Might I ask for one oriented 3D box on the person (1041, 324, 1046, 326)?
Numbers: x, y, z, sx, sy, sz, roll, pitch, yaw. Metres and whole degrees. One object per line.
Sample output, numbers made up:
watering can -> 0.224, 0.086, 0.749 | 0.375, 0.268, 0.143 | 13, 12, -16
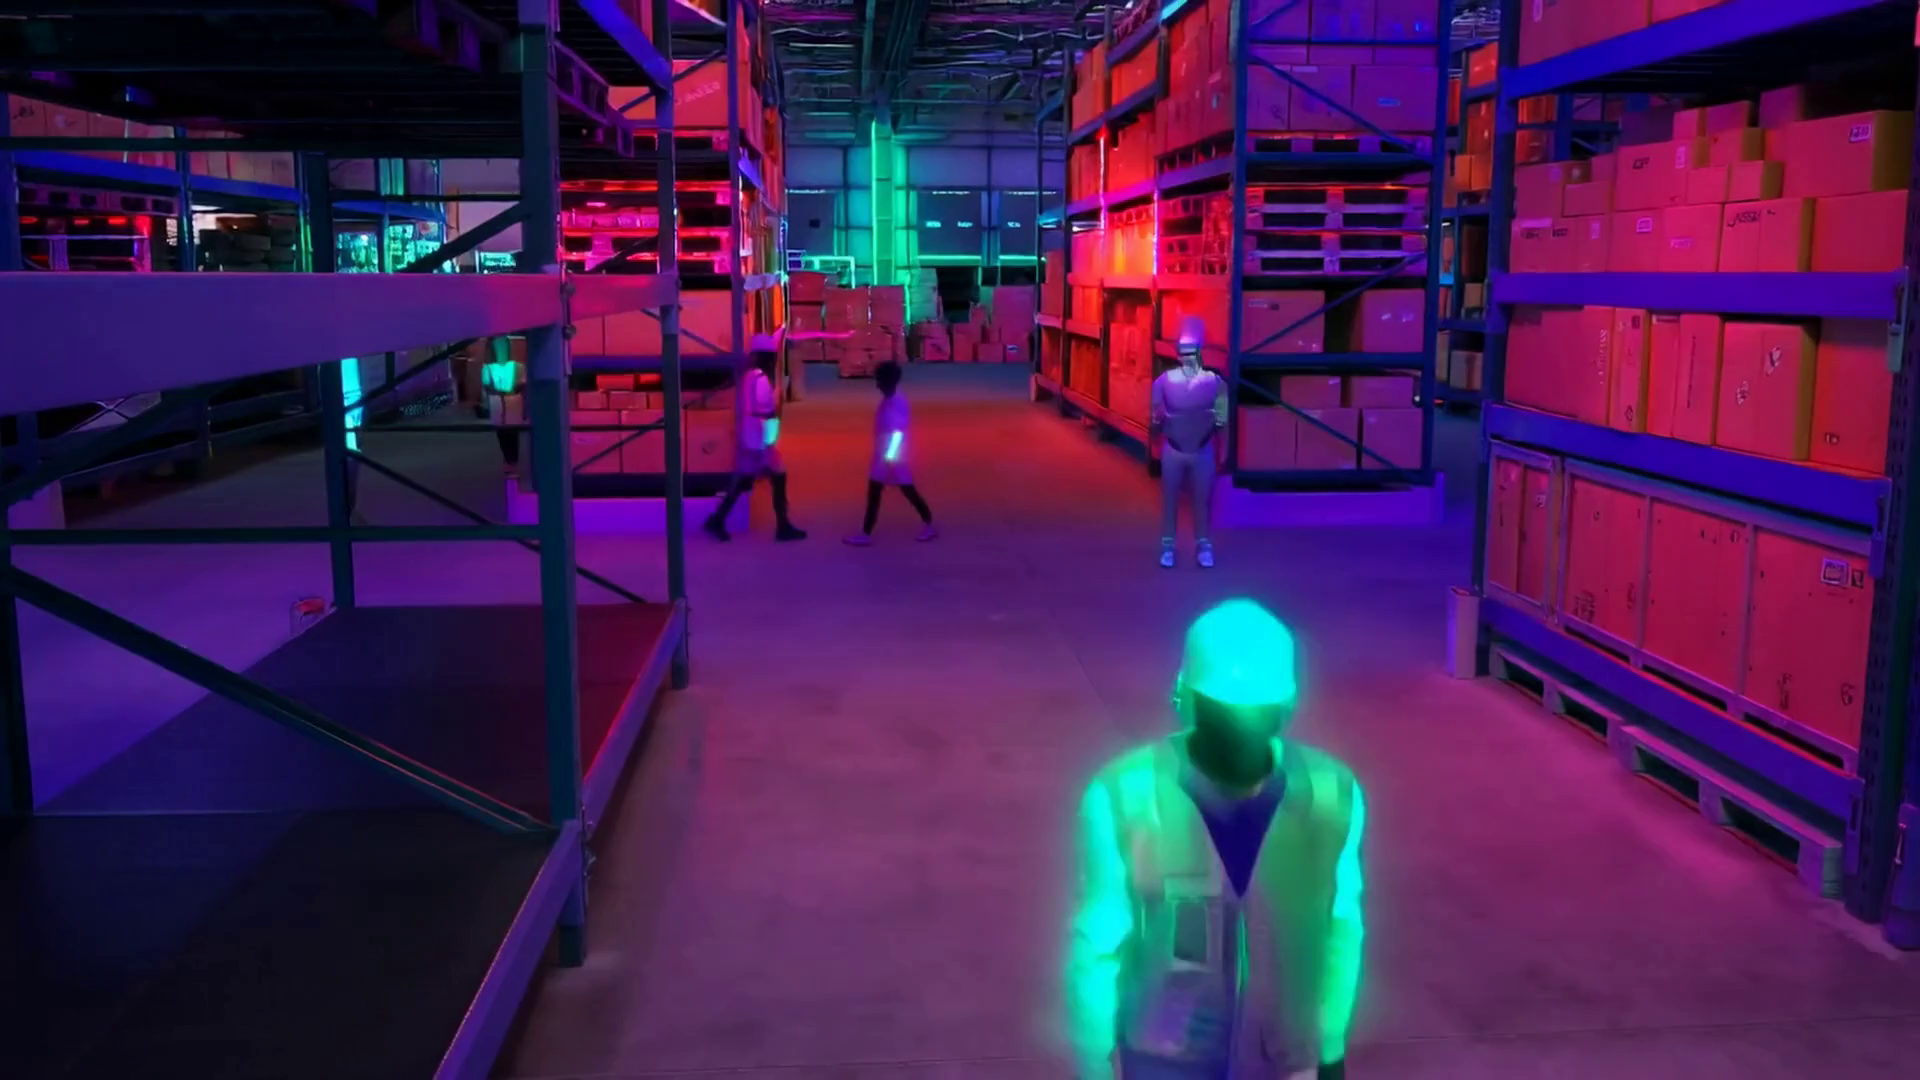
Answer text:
person -> 1.979, -4.177, 35.360 | 0.642, 1.919, 0.569 | 4, 10, 24

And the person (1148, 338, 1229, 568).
person -> 1.874, -0.707, 13.675 | 0.667, 1.898, 0.401 | 1, 9, 9

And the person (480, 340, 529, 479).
person -> -5.398, -1.549, 19.708 | 0.548, 1.645, 0.887 | 0, 9, -3

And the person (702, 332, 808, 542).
person -> -1.873, -0.911, 14.956 | 0.888, 1.909, 0.534 | -5, 10, -29

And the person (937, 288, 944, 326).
person -> -0.820, -7.976, 59.172 | 0.629, 1.937, 0.379 | 7, 12, 39

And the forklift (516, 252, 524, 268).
forklift -> -7.624, -3.908, 30.670 | 1.129, 2.768, 1.873 | -1, 9, -4

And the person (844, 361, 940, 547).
person -> -0.572, -0.765, 14.765 | 0.870, 1.658, 0.539 | -5, 10, -28

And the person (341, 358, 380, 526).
person -> -5.785, -1.109, 15.717 | 0.372, 2.044, 0.607 | -8, 12, -42

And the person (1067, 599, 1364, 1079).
person -> 0.518, 0.989, 3.370 | 0.604, 1.789, 0.955 | 0, 9, -1
